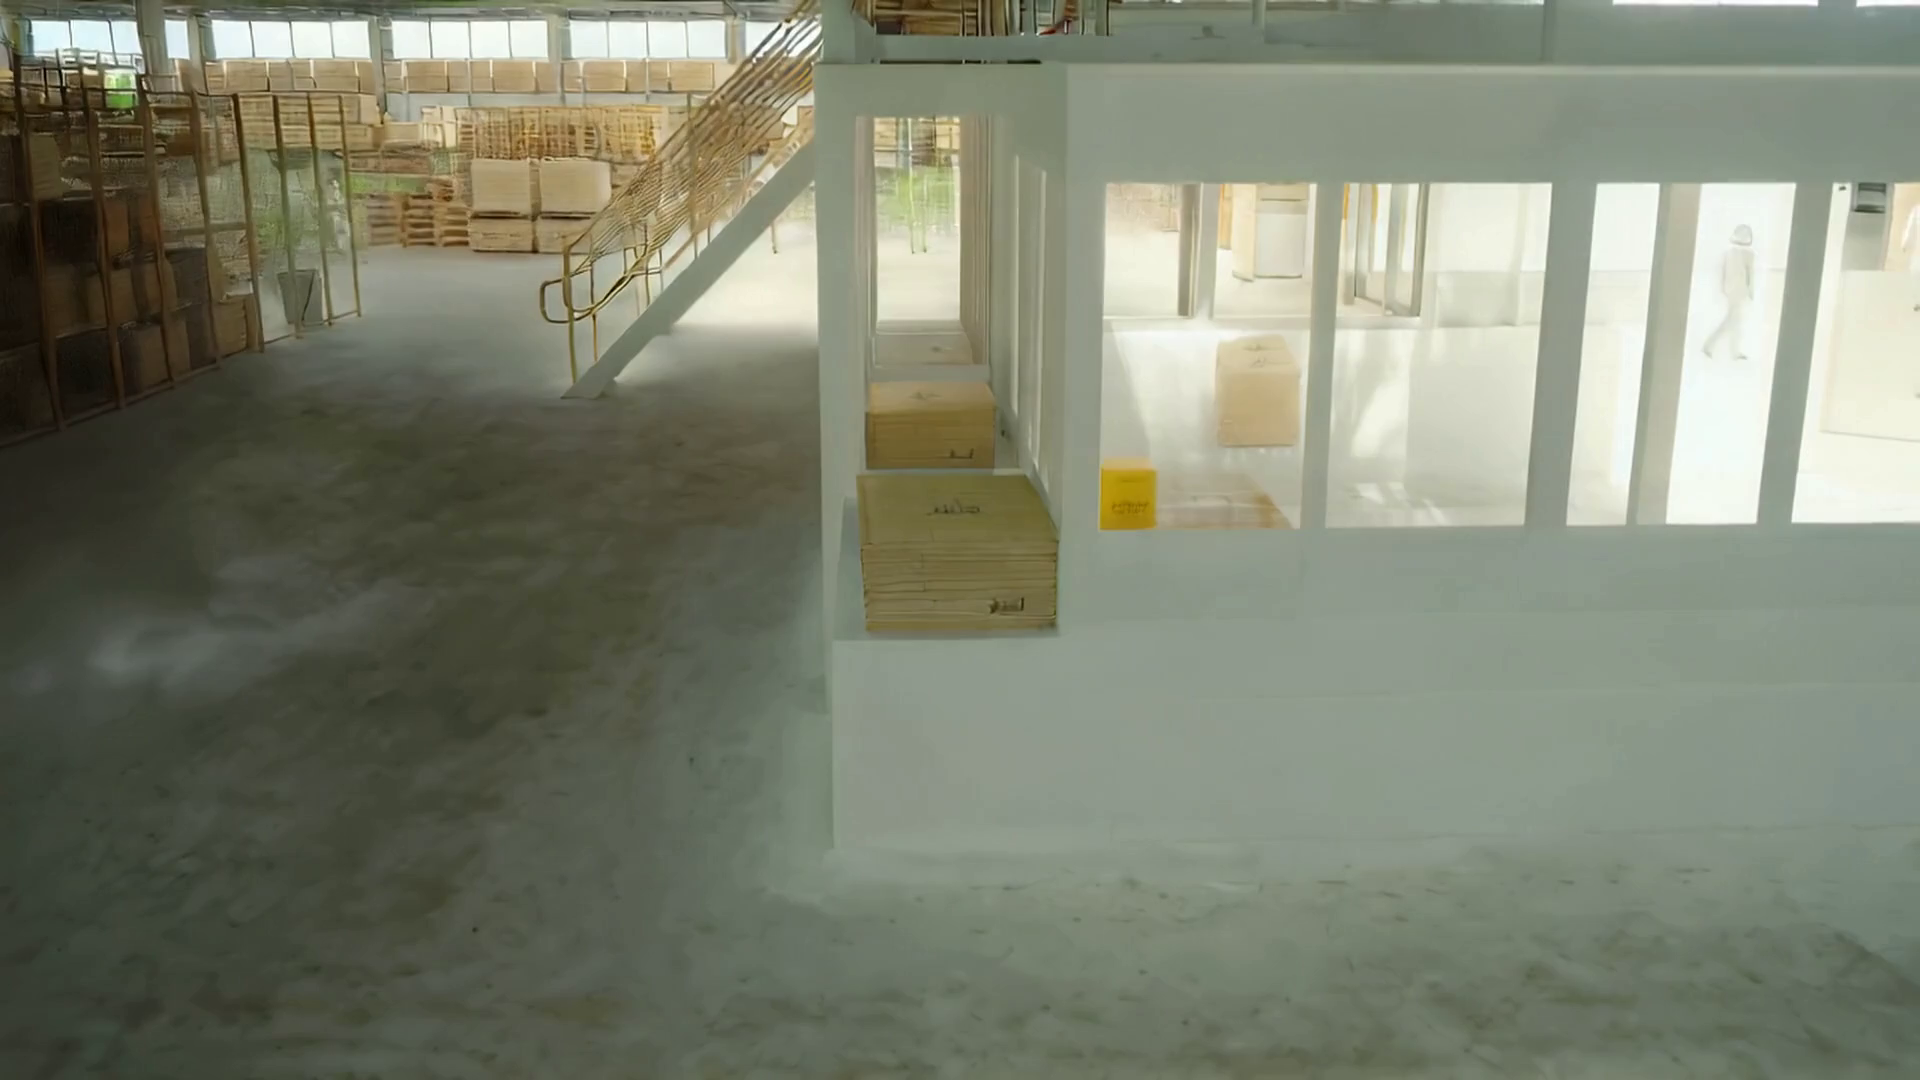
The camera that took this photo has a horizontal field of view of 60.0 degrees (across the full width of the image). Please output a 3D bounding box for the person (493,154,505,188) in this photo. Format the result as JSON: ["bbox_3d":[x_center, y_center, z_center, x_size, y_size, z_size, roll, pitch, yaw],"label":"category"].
[{"bbox_3d":[-13.985,-10.733,50.332,0.729,1.844,0.504,-4,15,-17],"label":"person"}]

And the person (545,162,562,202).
[{"bbox_3d":[-11.202,-9.541,45.825,0.931,1.717,0.538,-8,16,-28],"label":"person"}]

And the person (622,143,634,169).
[{"bbox_3d":[-16.018,-18.257,80.422,0.562,1.828,0.635,1,14,2],"label":"person"}]

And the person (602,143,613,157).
[{"bbox_3d":[-15.578,-16.651,73.850,0.407,1.913,0.641,4,15,17],"label":"person"}]

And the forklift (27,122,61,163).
[{"bbox_3d":[-35.376,-14.773,64.377,1.129,2.768,1.873,-1,14,-2],"label":"forklift"}]

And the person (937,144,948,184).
[{"bbox_3d":[-0.743,-17.564,77.710,0.629,1.800,0.776,13,19,43],"label":"person"}]

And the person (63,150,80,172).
[{"bbox_3d":[-33.906,-13.993,63.493,0.615,1.787,0.940,-1,14,-4],"label":"person"}]

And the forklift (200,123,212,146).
[{"bbox_3d":[-41.201,-21.414,90.922,1.873,2.768,1.129,-1,14,-2],"label":"forklift"}]

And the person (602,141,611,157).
[{"bbox_3d":[-16.247,-17.333,76.485,0.537,1.966,0.630,-13,19,-41],"label":"person"}]

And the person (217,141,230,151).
[{"bbox_3d":[-36.148,-18.639,81.744,0.621,1.934,0.632,-9,17,-32],"label":"person"}]

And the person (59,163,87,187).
[{"bbox_3d":[-17.732,-6.551,33.219,0.700,2.000,0.827,-9,17,-32],"label":"person"}]

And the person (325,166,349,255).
[{"bbox_3d":[-13.175,-6.975,35.266,0.471,1.862,0.607,1,14,4],"label":"person"}]

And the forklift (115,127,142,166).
[{"bbox_3d":[-35.941,-16.877,72.786,1.873,2.768,1.129,-1,14,-2],"label":"forklift"}]
